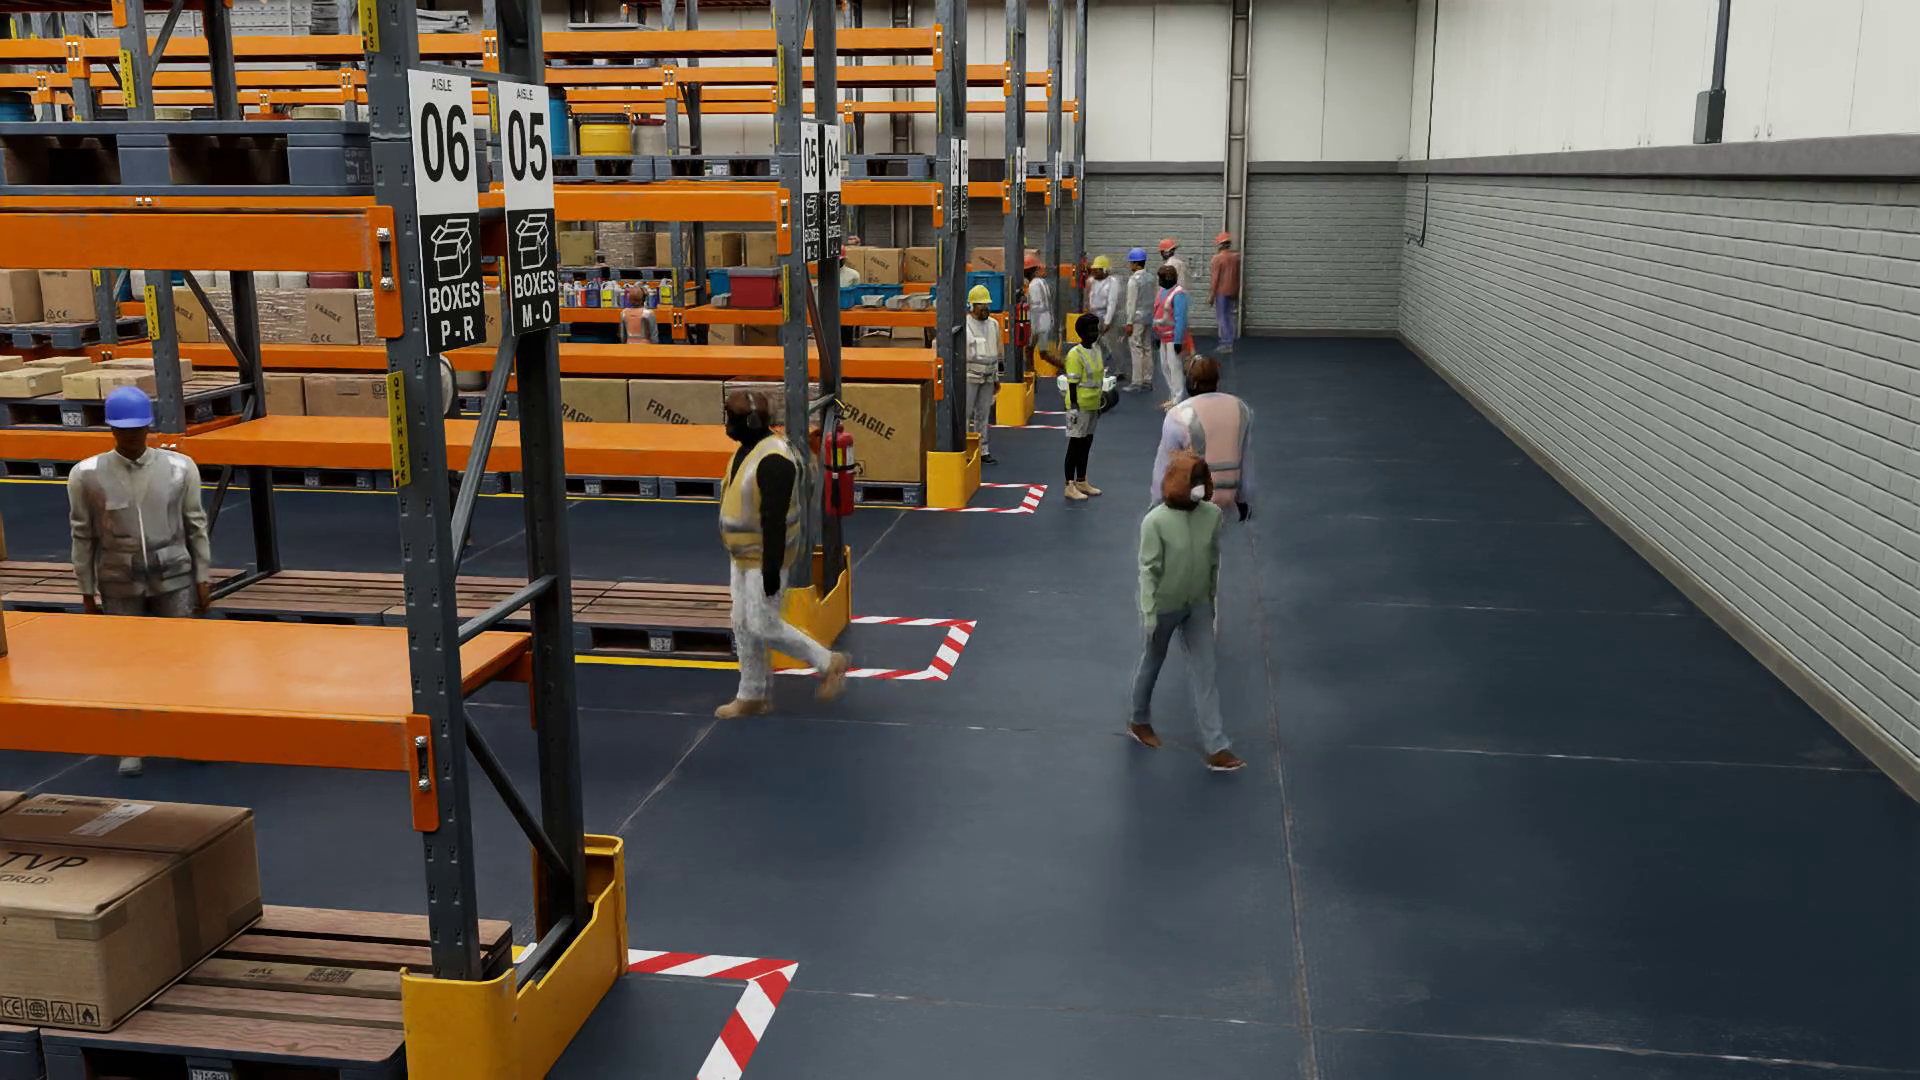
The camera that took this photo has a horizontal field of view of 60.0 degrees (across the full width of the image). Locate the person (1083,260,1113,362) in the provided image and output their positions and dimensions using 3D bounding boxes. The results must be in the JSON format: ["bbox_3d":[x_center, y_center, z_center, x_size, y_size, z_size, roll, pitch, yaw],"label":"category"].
[{"bbox_3d":[2.107,-3.512,25.687,0.386,1.621,0.517,7,14,29],"label":"person"}]

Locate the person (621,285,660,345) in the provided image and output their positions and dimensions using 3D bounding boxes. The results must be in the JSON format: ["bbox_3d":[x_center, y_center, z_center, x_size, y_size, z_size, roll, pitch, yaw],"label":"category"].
[{"bbox_3d":[-3.752,-2.167,19.557,0.520,1.645,0.307,6,14,24],"label":"person"}]

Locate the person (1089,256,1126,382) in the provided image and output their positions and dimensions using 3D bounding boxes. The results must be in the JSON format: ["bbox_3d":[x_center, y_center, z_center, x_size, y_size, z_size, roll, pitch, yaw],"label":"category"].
[{"bbox_3d":[1.988,-3.090,23.403,0.933,1.781,0.602,-9,15,-34],"label":"person"}]

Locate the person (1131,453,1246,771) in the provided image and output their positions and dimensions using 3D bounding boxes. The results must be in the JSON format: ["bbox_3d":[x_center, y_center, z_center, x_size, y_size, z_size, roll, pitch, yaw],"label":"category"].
[{"bbox_3d":[1.118,0.347,8.322,0.519,1.583,0.879,-6,14,-26],"label":"person"}]

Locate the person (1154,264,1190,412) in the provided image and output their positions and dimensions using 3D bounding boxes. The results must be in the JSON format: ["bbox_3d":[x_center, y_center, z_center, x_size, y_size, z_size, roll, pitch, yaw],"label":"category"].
[{"bbox_3d":[2.634,-2.493,20.631,0.458,1.826,0.699,-2,13,-10],"label":"person"}]

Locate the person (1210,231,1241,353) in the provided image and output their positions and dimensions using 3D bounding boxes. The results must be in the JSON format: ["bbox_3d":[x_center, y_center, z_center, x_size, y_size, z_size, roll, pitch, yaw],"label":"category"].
[{"bbox_3d":[4.361,-4.082,27.432,0.623,1.994,0.419,-9,15,-34],"label":"person"}]

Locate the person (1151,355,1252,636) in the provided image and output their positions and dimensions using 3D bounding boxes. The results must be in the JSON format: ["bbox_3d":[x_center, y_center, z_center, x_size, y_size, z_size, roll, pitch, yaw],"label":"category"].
[{"bbox_3d":[1.470,-0.271,10.585,0.661,1.821,0.659,-7,14,-29],"label":"person"}]

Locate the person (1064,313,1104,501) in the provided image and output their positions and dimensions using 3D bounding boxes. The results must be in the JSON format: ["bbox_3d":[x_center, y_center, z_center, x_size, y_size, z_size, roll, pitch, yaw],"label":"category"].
[{"bbox_3d":[1.134,-1.210,15.119,0.317,1.695,0.540,7,14,30],"label":"person"}]

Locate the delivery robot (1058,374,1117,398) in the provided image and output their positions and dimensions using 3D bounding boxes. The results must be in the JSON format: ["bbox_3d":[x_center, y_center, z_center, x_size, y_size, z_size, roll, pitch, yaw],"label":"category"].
[{"bbox_3d":[1.586,-1.942,20.809,0.707,0.478,0.477,4,13,18],"label":"delivery robot"}]

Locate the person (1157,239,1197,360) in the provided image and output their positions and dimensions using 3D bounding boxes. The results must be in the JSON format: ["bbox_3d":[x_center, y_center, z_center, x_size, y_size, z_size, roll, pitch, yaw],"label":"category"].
[{"bbox_3d":[3.475,-3.793,26.344,0.778,1.925,0.697,6,14,24],"label":"person"}]

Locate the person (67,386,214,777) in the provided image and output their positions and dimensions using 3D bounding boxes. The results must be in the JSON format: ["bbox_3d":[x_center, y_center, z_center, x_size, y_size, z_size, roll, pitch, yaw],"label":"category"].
[{"bbox_3d":[-4.012,0.205,8.180,0.610,1.941,0.414,-7,14,-29],"label":"person"}]

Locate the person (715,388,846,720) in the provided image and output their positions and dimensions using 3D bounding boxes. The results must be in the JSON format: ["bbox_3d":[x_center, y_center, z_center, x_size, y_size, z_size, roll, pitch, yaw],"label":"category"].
[{"bbox_3d":[-1.008,0.081,9.000,0.618,1.823,0.636,-6,14,-26],"label":"person"}]

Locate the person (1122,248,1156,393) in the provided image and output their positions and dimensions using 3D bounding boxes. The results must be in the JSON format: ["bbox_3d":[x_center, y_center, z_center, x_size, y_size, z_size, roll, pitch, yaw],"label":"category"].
[{"bbox_3d":[2.416,-2.966,22.492,0.410,1.939,0.606,8,15,33],"label":"person"}]

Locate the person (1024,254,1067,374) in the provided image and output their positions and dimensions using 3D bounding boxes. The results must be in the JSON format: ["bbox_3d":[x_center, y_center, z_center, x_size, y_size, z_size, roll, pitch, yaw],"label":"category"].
[{"bbox_3d":[1.163,-2.878,22.263,0.865,1.886,0.557,1,13,2],"label":"person"}]

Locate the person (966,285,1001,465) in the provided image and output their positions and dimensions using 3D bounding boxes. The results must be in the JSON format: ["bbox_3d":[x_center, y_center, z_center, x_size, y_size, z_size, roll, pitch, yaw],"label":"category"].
[{"bbox_3d":[0.181,-1.643,16.760,0.586,1.835,0.404,-11,16,-39],"label":"person"}]
